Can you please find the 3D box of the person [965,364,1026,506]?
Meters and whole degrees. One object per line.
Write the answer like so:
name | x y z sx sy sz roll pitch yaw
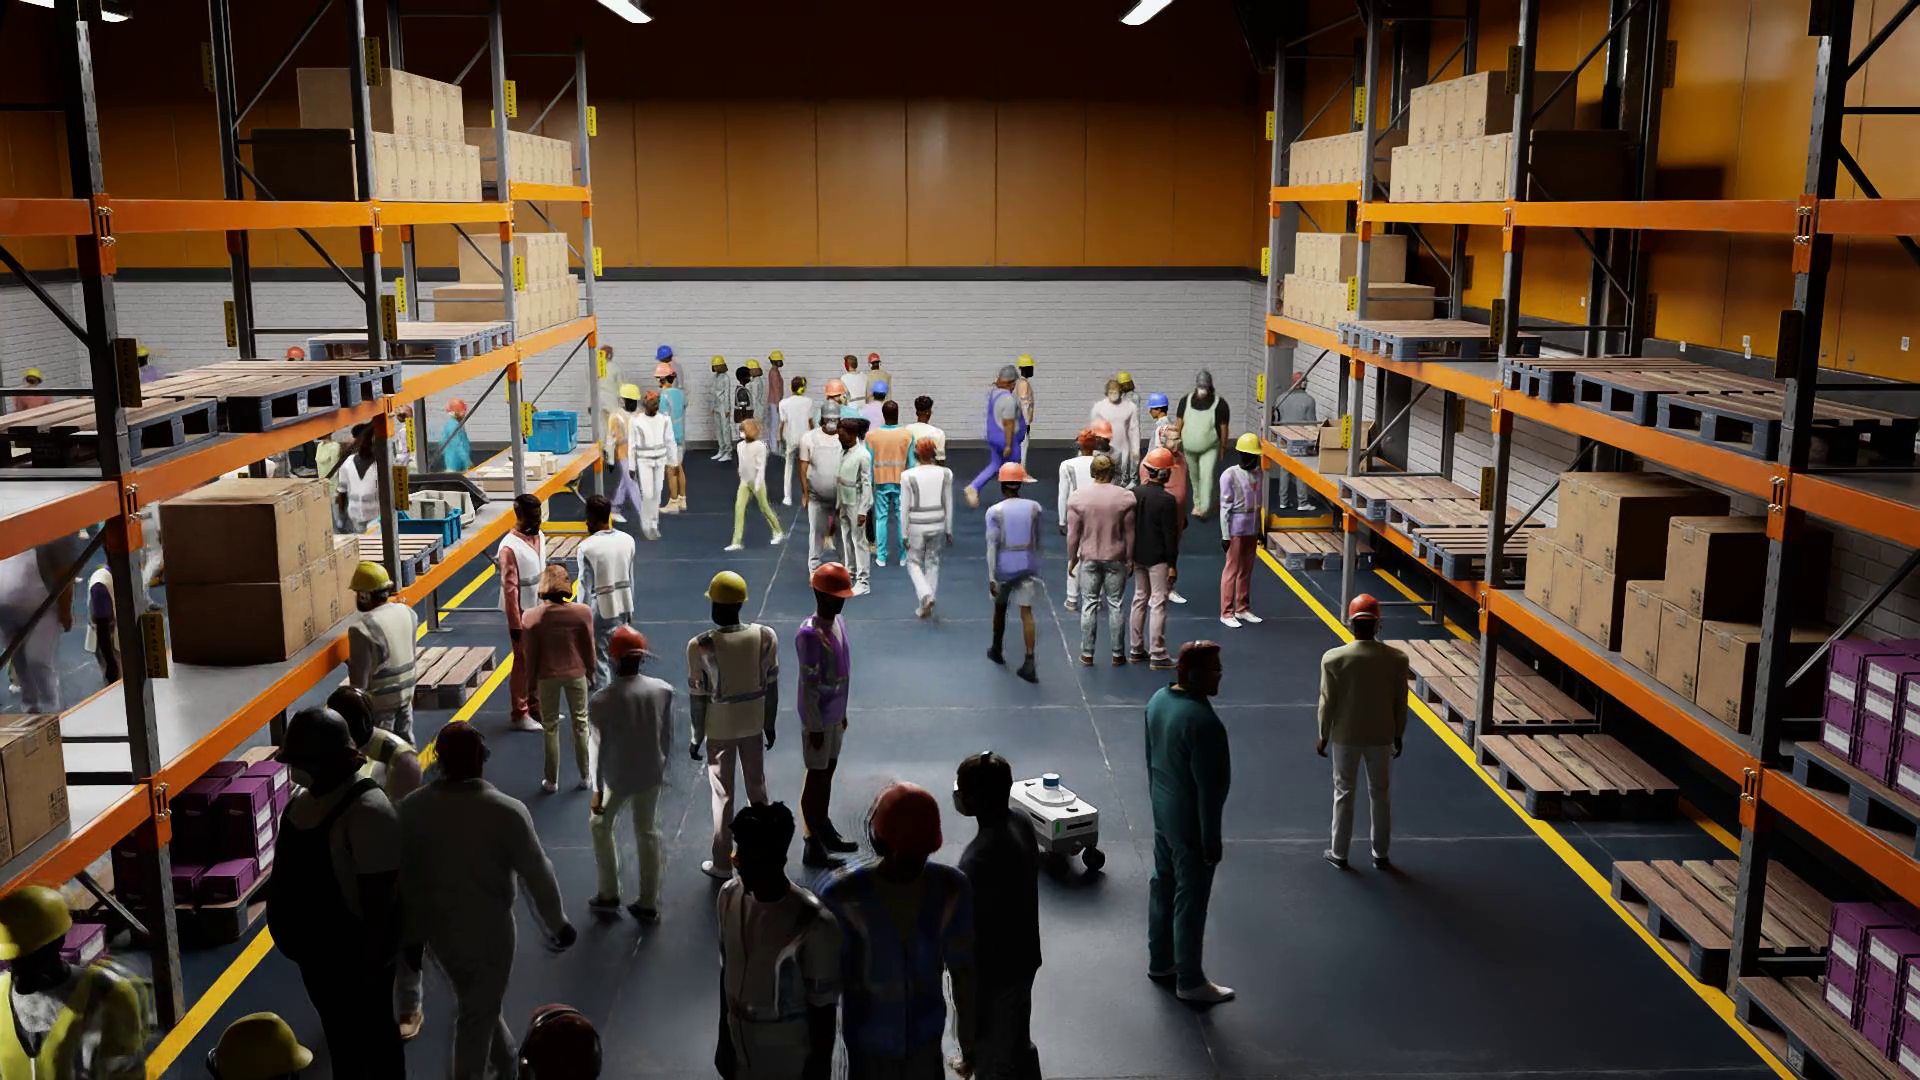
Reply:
person | 0.533 -1.404 22.671 0.814 2.000 0.690 -5 13 -25

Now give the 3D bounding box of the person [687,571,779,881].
person | -1.393 1.136 10.215 0.588 1.930 0.354 -7 13 -31

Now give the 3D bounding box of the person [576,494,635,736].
person | -2.760 0.590 13.021 0.410 1.908 0.598 6 13 29

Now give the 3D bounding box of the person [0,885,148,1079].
person | -3.048 2.046 5.764 0.601 1.891 0.936 0 11 2

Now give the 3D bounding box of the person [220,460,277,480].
person | -7.264 -0.183 17.074 0.559 1.836 0.394 -9 14 -38

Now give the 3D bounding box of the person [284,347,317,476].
person | -10.214 -1.994 25.770 0.393 1.986 0.611 -5 12 -25

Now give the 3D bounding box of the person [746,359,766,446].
person | -3.272 -2.018 26.520 0.320 1.737 0.485 0 11 0

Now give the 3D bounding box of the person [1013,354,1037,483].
person | 0.975 -1.835 25.111 0.358 1.930 0.590 -1 11 -6

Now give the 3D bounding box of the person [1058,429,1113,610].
person | 1.286 -0.206 17.084 0.568 1.879 0.352 -1 11 -3

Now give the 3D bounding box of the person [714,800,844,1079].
person | -0.695 1.908 6.274 0.602 1.957 0.370 9 15 39

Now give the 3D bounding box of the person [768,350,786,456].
person | -3.052 -2.282 27.766 0.314 1.768 0.526 -2 12 -11

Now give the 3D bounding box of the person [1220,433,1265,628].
person | 2.810 -0.100 16.424 0.595 1.923 0.379 -10 15 -40

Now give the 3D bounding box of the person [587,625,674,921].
person | -1.969 1.342 9.676 0.576 1.725 0.610 -11 15 -43

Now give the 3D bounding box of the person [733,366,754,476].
person | -3.338 -1.835 25.697 0.318 1.699 0.535 -2 11 -11

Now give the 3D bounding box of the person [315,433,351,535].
person | -7.282 -0.573 19.220 0.337 1.762 0.522 -11 16 -43

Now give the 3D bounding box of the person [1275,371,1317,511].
person | 4.620 -1.350 22.736 0.404 1.911 0.636 -11 16 -43

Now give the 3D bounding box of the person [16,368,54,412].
person | -13.849 -1.718 25.015 0.543 1.726 0.868 -3 12 -17

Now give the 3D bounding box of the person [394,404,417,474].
person | -7.045 -0.926 21.286 0.309 1.640 0.512 -1 11 -5

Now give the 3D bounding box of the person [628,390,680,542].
person | -3.797 -0.928 20.702 0.594 1.865 0.596 -8 14 -34

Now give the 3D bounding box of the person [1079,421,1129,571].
person | 1.643 -0.505 19.002 0.588 1.707 0.819 -5 12 -24

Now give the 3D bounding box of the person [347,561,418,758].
person | -3.815 1.037 10.985 0.403 1.827 0.595 4 12 19

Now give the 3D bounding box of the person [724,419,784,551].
person | -2.493 -0.689 20.210 0.502 1.593 0.839 8 14 35

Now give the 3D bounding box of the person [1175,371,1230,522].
person | 3.179 -1.282 22.060 0.700 2.000 1.034 5 12 25

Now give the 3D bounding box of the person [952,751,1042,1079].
person | 0.147 1.804 6.885 0.368 1.931 0.626 4 12 18

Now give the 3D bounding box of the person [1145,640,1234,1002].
person | 1.214 1.450 8.709 0.399 1.905 0.643 -4 12 -20

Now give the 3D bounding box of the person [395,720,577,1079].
person | -2.095 1.714 7.472 0.678 1.859 0.902 4 12 19

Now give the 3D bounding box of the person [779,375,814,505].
person | -2.250 -1.358 22.961 0.531 1.836 0.738 -2 11 -9

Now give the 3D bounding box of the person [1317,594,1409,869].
person | 2.502 1.195 10.385 0.563 1.741 0.339 0 11 1

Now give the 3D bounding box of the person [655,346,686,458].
person | -4.701 -2.245 27.265 0.430 1.906 0.764 1 11 5

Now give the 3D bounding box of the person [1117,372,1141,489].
person | 2.434 -1.623 24.556 0.489 1.728 0.323 11 16 44

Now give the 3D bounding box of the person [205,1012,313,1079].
person | -2.067 2.254 5.022 0.314 1.769 0.524 -4 12 -18
